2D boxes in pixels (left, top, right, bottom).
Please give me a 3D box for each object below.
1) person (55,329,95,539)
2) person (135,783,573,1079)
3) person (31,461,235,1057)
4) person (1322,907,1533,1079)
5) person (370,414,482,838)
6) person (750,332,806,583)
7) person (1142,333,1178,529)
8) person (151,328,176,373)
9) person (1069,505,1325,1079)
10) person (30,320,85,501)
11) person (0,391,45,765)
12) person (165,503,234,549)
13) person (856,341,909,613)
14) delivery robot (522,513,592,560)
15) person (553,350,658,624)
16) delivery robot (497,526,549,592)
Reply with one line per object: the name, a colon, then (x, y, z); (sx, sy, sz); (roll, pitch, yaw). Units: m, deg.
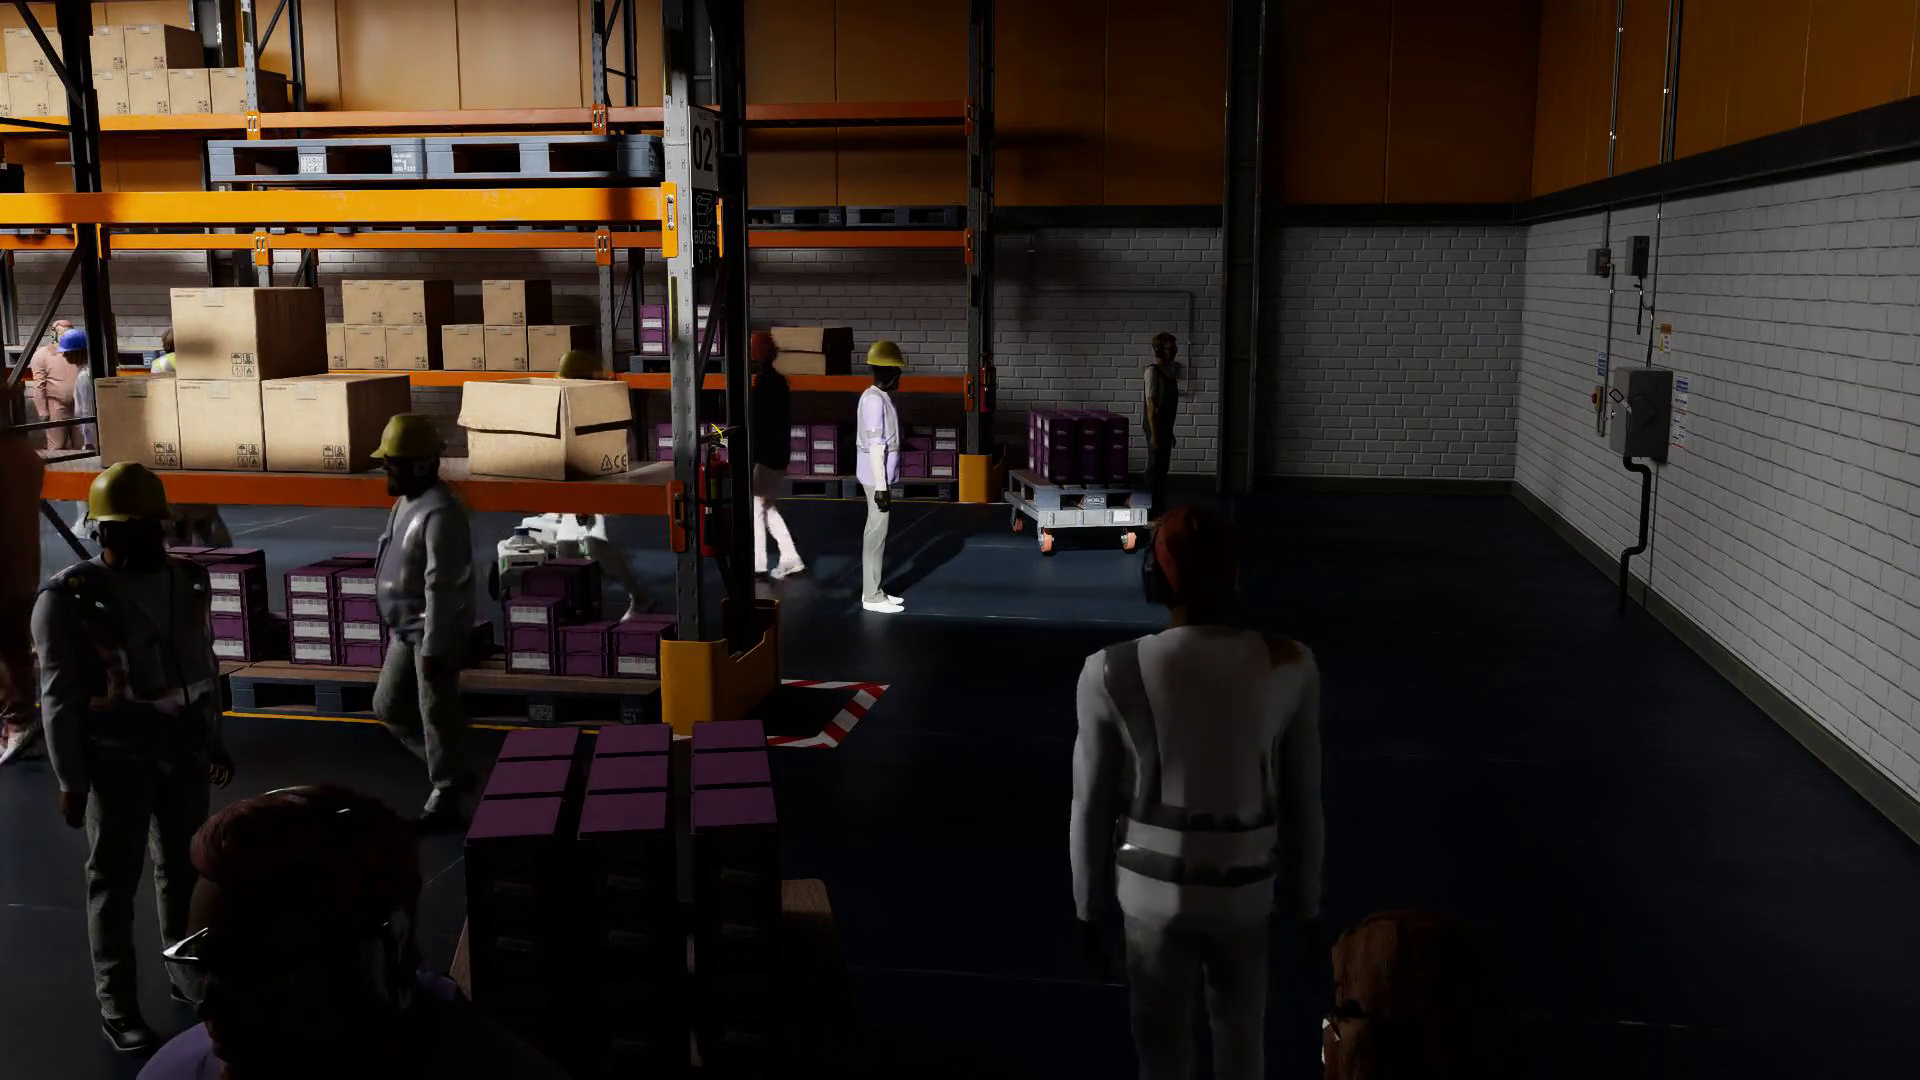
person: (-7.753, -0.915, 14.778); (0.795, 1.905, 0.632); (-4, 10, -24)
person: (-0.639, 1.182, 1.770); (0.651, 1.906, 0.403); (3, 10, 19)
person: (-2.542, 0.664, 5.207); (0.404, 1.832, 0.600); (5, 10, 28)
person: (0.684, 1.269, 2.171); (0.797, 1.600, 0.501); (3, 9, 15)
person: (-2.276, 0.370, 7.066); (0.427, 1.817, 0.621); (-6, 11, -33)
person: (-1.525, -0.620, 12.800); (0.470, 1.951, 0.648); (2, 9, 14)
person: (1.893, -1.016, 15.594); (0.345, 1.846, 0.507); (4, 10, 25)
person: (-7.929, -1.227, 16.917); (0.429, 1.839, 0.633); (5, 11, 30)
person: (0.559, 0.843, 3.980); (0.607, 1.870, 0.411); (0, 9, -2)
person: (-9.452, -1.375, 17.638); (0.410, 1.906, 0.642); (6, 11, 34)
person: (-4.690, 0.173, 8.073); (0.448, 1.892, 0.646); (1, 9, 6)
person: (-4.921, -0.144, 10.865); (0.718, 1.611, 0.547); (2, 9, 14)
person: (-0.547, -0.451, 11.835); (0.378, 1.925, 0.594); (0, 9, -2)
delivery robot: (-3.201, -0.059, 13.359); (0.707, 0.478, 0.477); (8, 12, 41)
person: (-2.508, -0.345, 11.291); (0.869, 1.896, 0.598); (-3, 10, -17)
delivery robot: (-3.181, 0.144, 12.099); (0.477, 0.478, 0.707); (-3, 10, -17)
